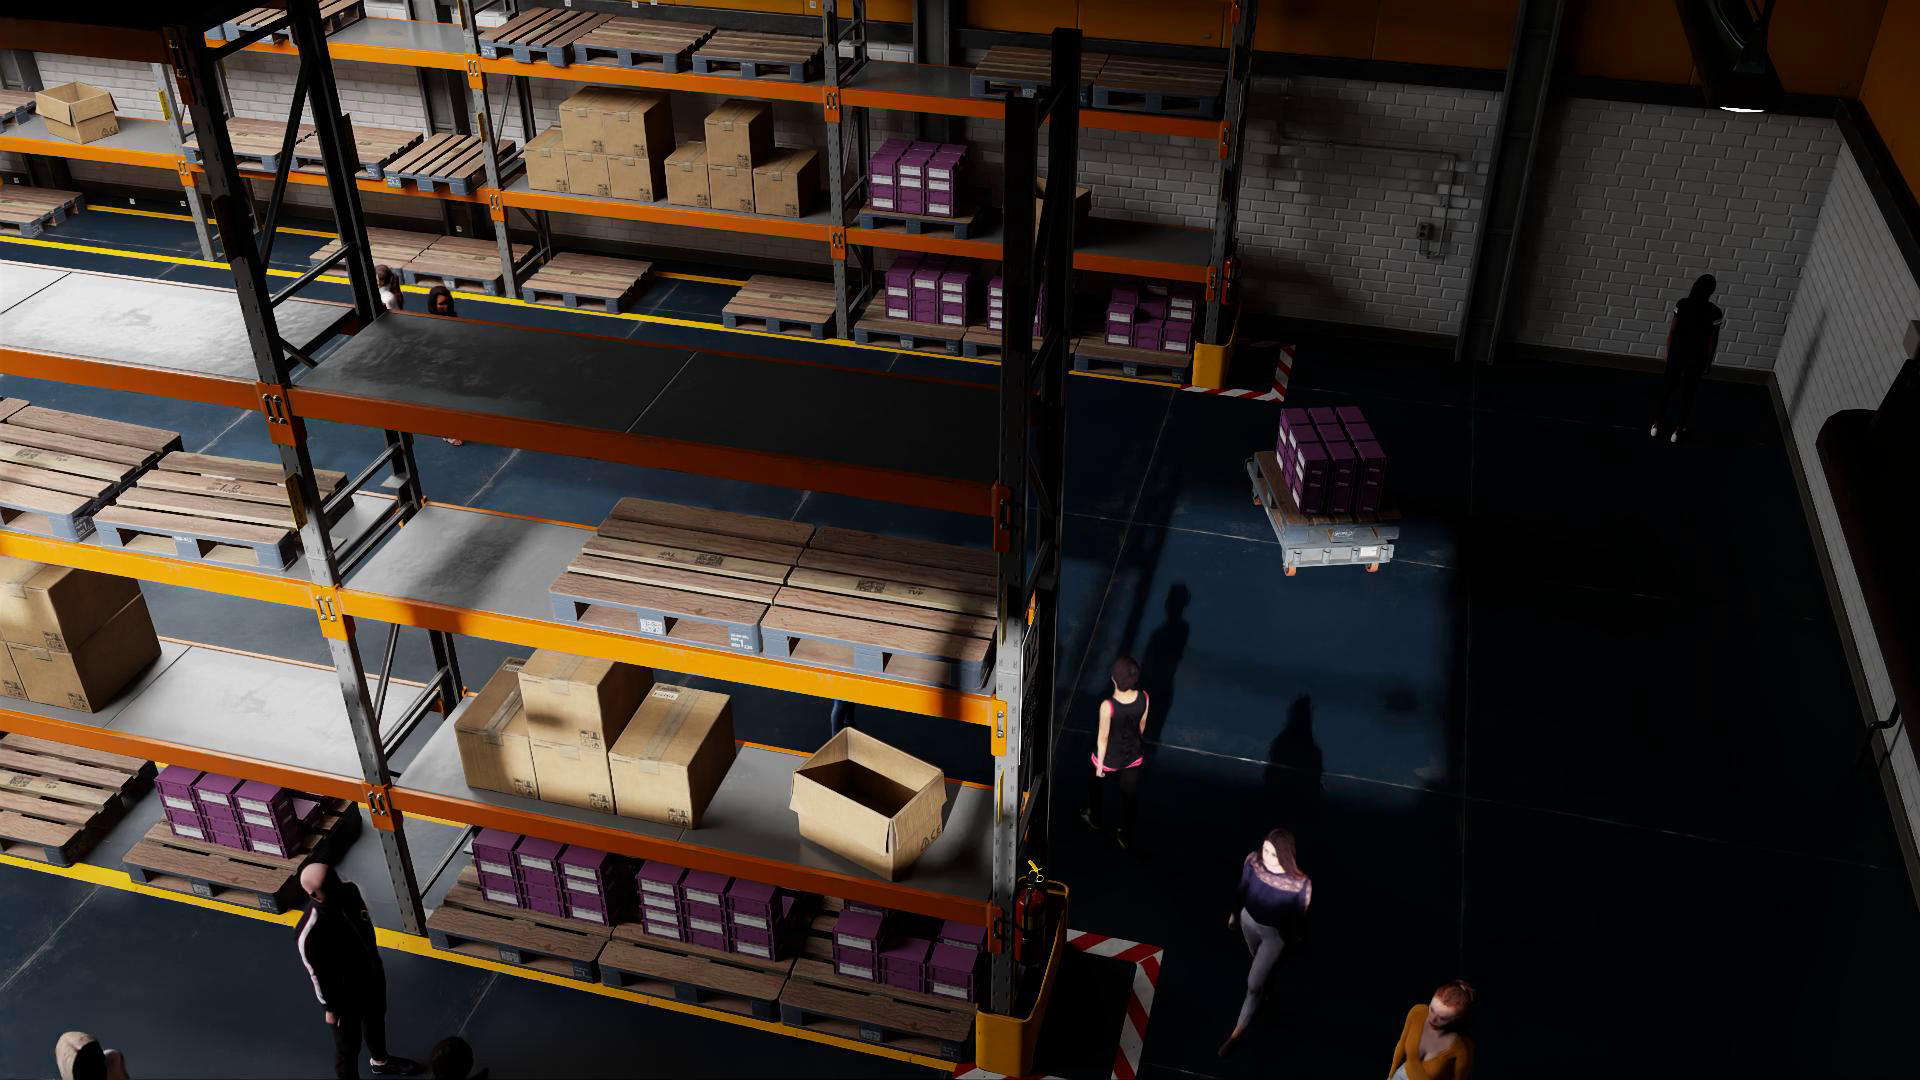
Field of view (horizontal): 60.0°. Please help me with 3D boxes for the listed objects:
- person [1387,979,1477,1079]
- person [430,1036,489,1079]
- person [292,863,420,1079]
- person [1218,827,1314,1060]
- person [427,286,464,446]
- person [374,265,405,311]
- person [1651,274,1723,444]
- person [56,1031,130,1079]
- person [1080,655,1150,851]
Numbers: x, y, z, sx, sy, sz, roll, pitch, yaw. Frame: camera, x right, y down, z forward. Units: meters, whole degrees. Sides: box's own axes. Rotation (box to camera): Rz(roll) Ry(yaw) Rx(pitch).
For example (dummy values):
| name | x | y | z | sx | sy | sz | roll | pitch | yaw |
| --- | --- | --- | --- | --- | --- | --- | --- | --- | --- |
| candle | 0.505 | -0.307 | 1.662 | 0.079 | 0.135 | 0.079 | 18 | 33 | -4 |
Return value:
| name | x | y | z | sx | sy | sz | roll | pitch | yaw |
| --- | --- | --- | --- | --- | --- | --- | --- | --- | --- |
| person | 2.529 | 2.945 | 8.914 | 0.790 | 1.744 | 0.711 | -25 | 41 | -33 |
| person | -2.536 | 3.203 | 8.603 | 0.590 | 1.659 | 0.659 | 25 | 41 | 32 |
| person | -3.480 | 2.527 | 9.459 | 0.577 | 1.837 | 0.673 | 6 | 34 | 10 |
| person | 1.886 | 2.318 | 9.999 | 0.942 | 1.588 | 0.942 | -26 | 42 | -34 |
| person | -4.942 | -1.718 | 16.053 | 0.687 | 1.608 | 0.662 | 13 | 36 | 19 |
| person | -5.526 | -2.017 | 16.583 | 1.137 | 1.519 | 0.912 | -9 | 35 | -13 |
| person | 7.005 | -1.761 | 16.008 | 0.662 | 1.729 | 0.765 | 26 | 41 | 33 |
| person | -4.431 | 3.131 | 8.643 | 0.678 | 1.736 | 0.595 | 7 | 34 | 10 |
| person | 1.117 | 1.489 | 11.294 | 0.789 | 1.534 | 0.834 | -13 | 36 | -19 |
